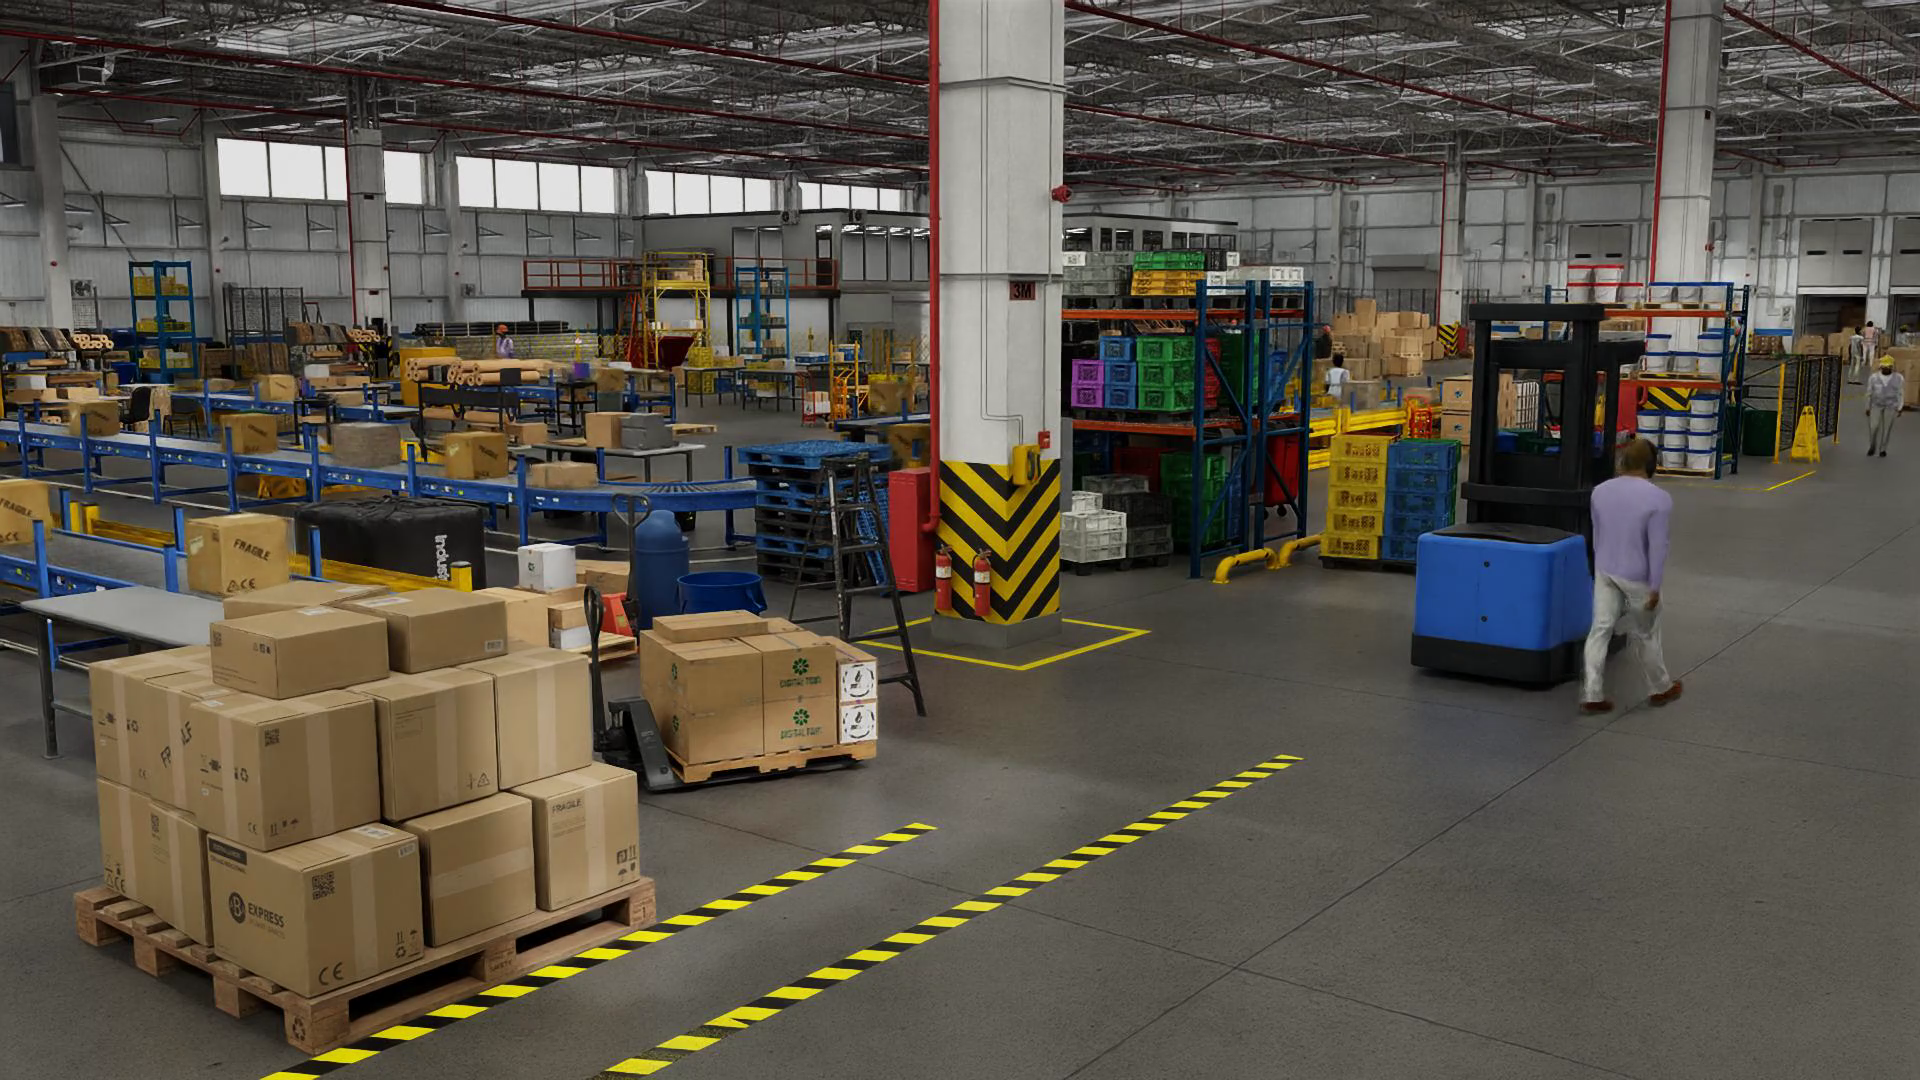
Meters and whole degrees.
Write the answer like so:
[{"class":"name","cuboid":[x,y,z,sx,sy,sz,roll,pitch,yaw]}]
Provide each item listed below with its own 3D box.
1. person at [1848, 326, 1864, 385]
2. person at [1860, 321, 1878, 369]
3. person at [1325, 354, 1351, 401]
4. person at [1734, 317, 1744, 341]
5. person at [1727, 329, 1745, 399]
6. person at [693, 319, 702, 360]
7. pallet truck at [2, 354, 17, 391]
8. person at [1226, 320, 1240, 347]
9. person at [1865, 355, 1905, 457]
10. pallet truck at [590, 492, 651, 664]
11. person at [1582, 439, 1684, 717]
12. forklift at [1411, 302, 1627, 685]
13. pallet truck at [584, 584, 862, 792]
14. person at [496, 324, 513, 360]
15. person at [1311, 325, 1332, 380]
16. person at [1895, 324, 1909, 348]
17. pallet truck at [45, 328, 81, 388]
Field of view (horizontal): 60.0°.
[{"class":"person","cuboid":[28.395,-5.840,52.669,0.313,1.866,0.538,-3,9,-20]},{"class":"person","cuboid":[34.974,-7.512,64.024,0.630,1.842,0.429,4,9,26]},{"class":"person","cuboid":[7.688,-2.966,33.985,0.531,1.662,0.843,8,12,43]},{"class":"person","cuboid":[31.832,-8.148,67.952,0.605,1.948,0.391,-8,12,-43]},{"class":"person","cuboid":[21.289,-4.815,45.517,0.552,1.936,0.362,-4,9,-27]},{"class":"person","cuboid":[-10.258,-7.674,64.967,0.337,1.882,0.585,2,9,13]},{"class":"pallet truck","cuboid":[-24.881,-4.417,42.634,1.885,1.965,0.823,8,11,41]},{"class":"person","cuboid":[10.206,-7.274,62.187,0.552,1.918,0.821,0,8,3]},{"class":"person","cuboid":[16.256,-2.336,29.253,0.597,1.810,0.679,5,10,29]},{"class":"pallet truck","cuboid":[-3.115,0.344,12.883,0.653,1.274,1.630,7,11,37]},{"class":"person","cuboid":[4.665,0.251,11.495,0.972,1.890,0.652,-6,10,-36]},{"class":"forklift","cuboid":[4.379,-0.438,12.852,1.129,2.768,1.873,7,11,37]},{"class":"pallet truck","cuboid":[-1.426,0.805,10.019,1.601,1.201,0.680,-4,9,-26]},{"class":"person","cuboid":[-12.459,-4.859,45.448,0.608,2.048,0.364,6,10,34]},{"class":"person","cuboid":[10.789,-5.422,49.593,0.622,1.955,0.996,-3,9,-22]},{"class":"person","cuboid":[36.094,-7.401,63.698,0.487,1.706,0.501,-4,9,-23]},{"class":"pallet truck","cuboid":[-23.775,-4.544,43.495,1.885,1.965,0.823,6,10,35]}]
